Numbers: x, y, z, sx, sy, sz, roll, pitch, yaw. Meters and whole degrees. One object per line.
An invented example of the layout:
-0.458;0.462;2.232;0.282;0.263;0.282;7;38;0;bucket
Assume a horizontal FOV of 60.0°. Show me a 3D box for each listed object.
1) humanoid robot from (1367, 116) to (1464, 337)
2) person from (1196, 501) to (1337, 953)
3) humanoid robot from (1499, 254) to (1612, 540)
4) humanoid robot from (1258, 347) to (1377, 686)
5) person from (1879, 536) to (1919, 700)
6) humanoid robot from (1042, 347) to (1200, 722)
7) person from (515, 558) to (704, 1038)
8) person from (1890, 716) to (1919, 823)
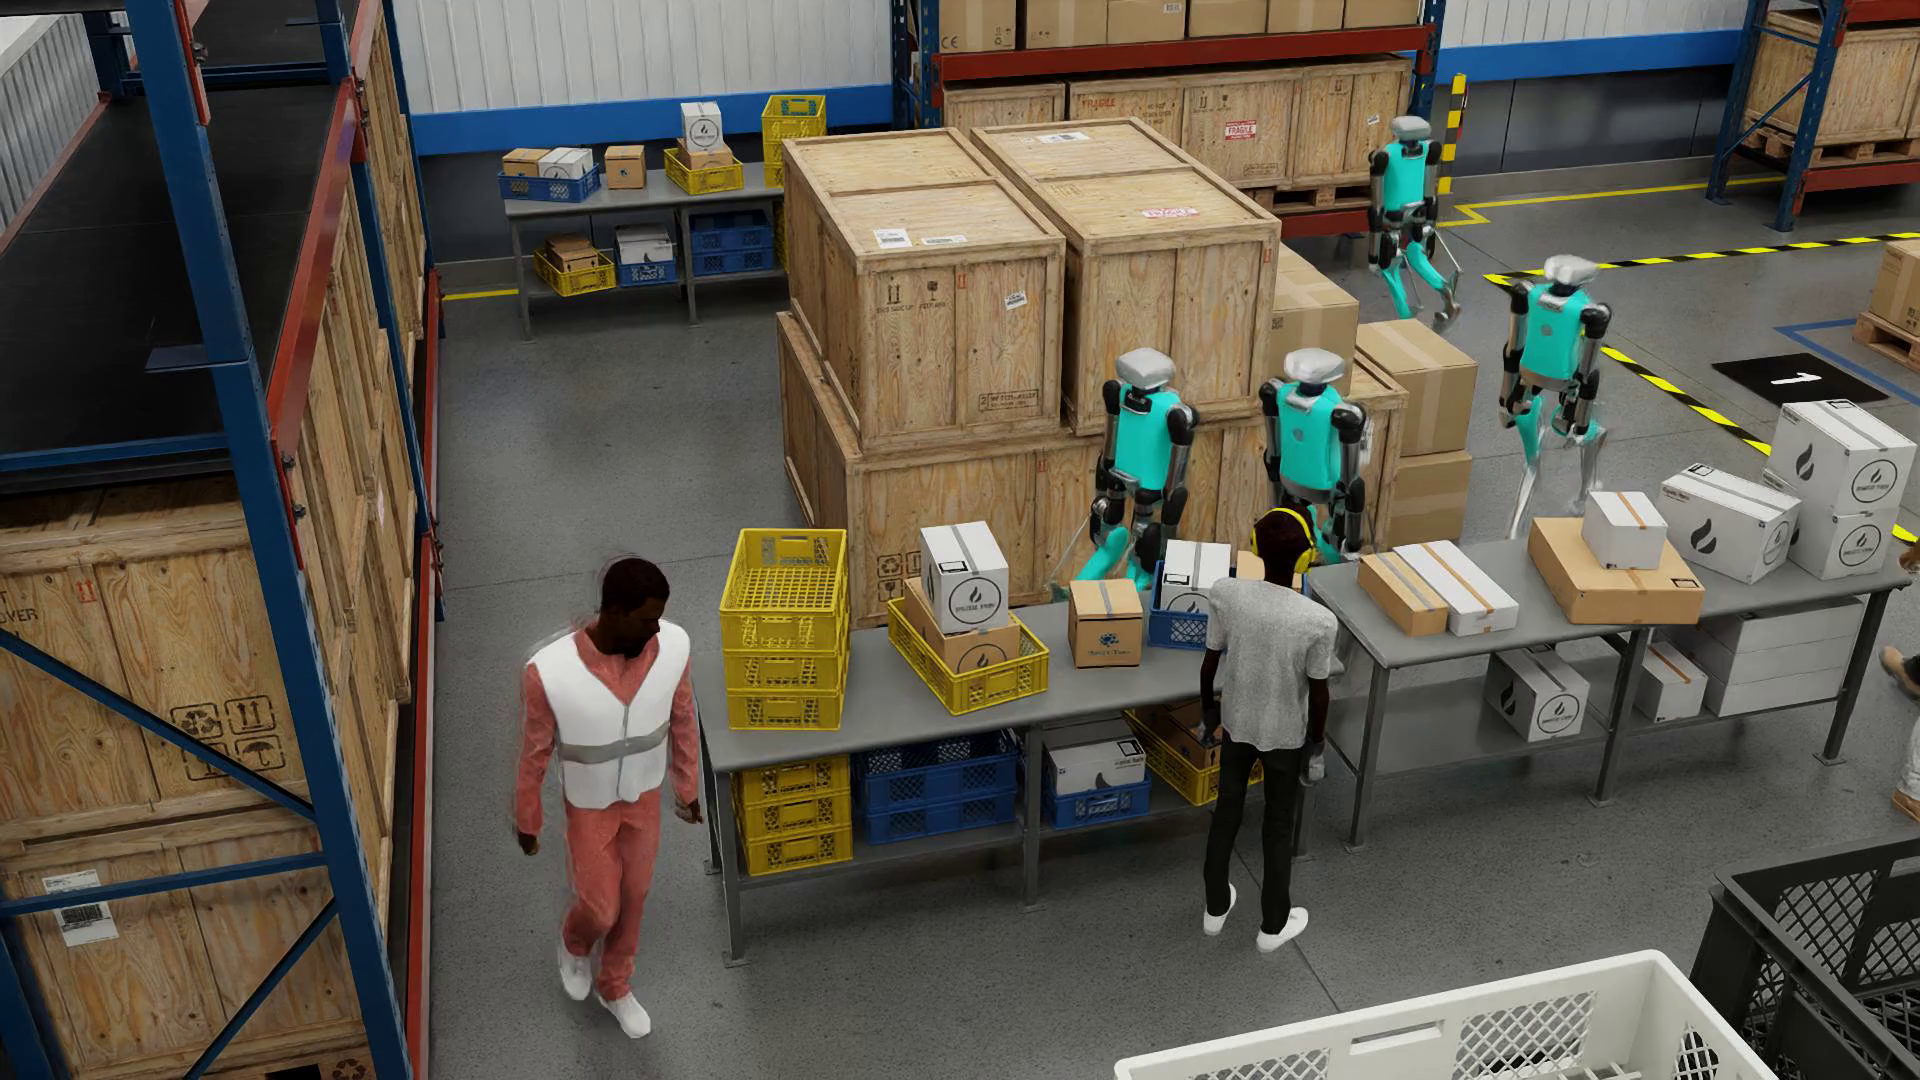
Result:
3.007;-1.900;11.040;0.562;1.734;1.028;-12;31;-21;humanoid robot
1.123;0.706;6.174;0.512;1.872;0.334;17;33;28;person
3.344;-0.784;9.068;1.020;1.768;0.553;-25;37;-37;humanoid robot
1.761;-0.091;7.827;0.795;1.828;0.545;-23;36;-36;humanoid robot
4.481;0.072;7.408;0.495;1.797;0.897;-5;29;-9;person
0.658;0.032;7.491;0.704;1.758;0.541;-20;35;-32;humanoid robot
-1.205;0.908;5.813;0.680;1.859;0.448;-19;34;-30;person
4.290;0.358;6.850;0.629;1.835;0.429;-16;33;-27;person
